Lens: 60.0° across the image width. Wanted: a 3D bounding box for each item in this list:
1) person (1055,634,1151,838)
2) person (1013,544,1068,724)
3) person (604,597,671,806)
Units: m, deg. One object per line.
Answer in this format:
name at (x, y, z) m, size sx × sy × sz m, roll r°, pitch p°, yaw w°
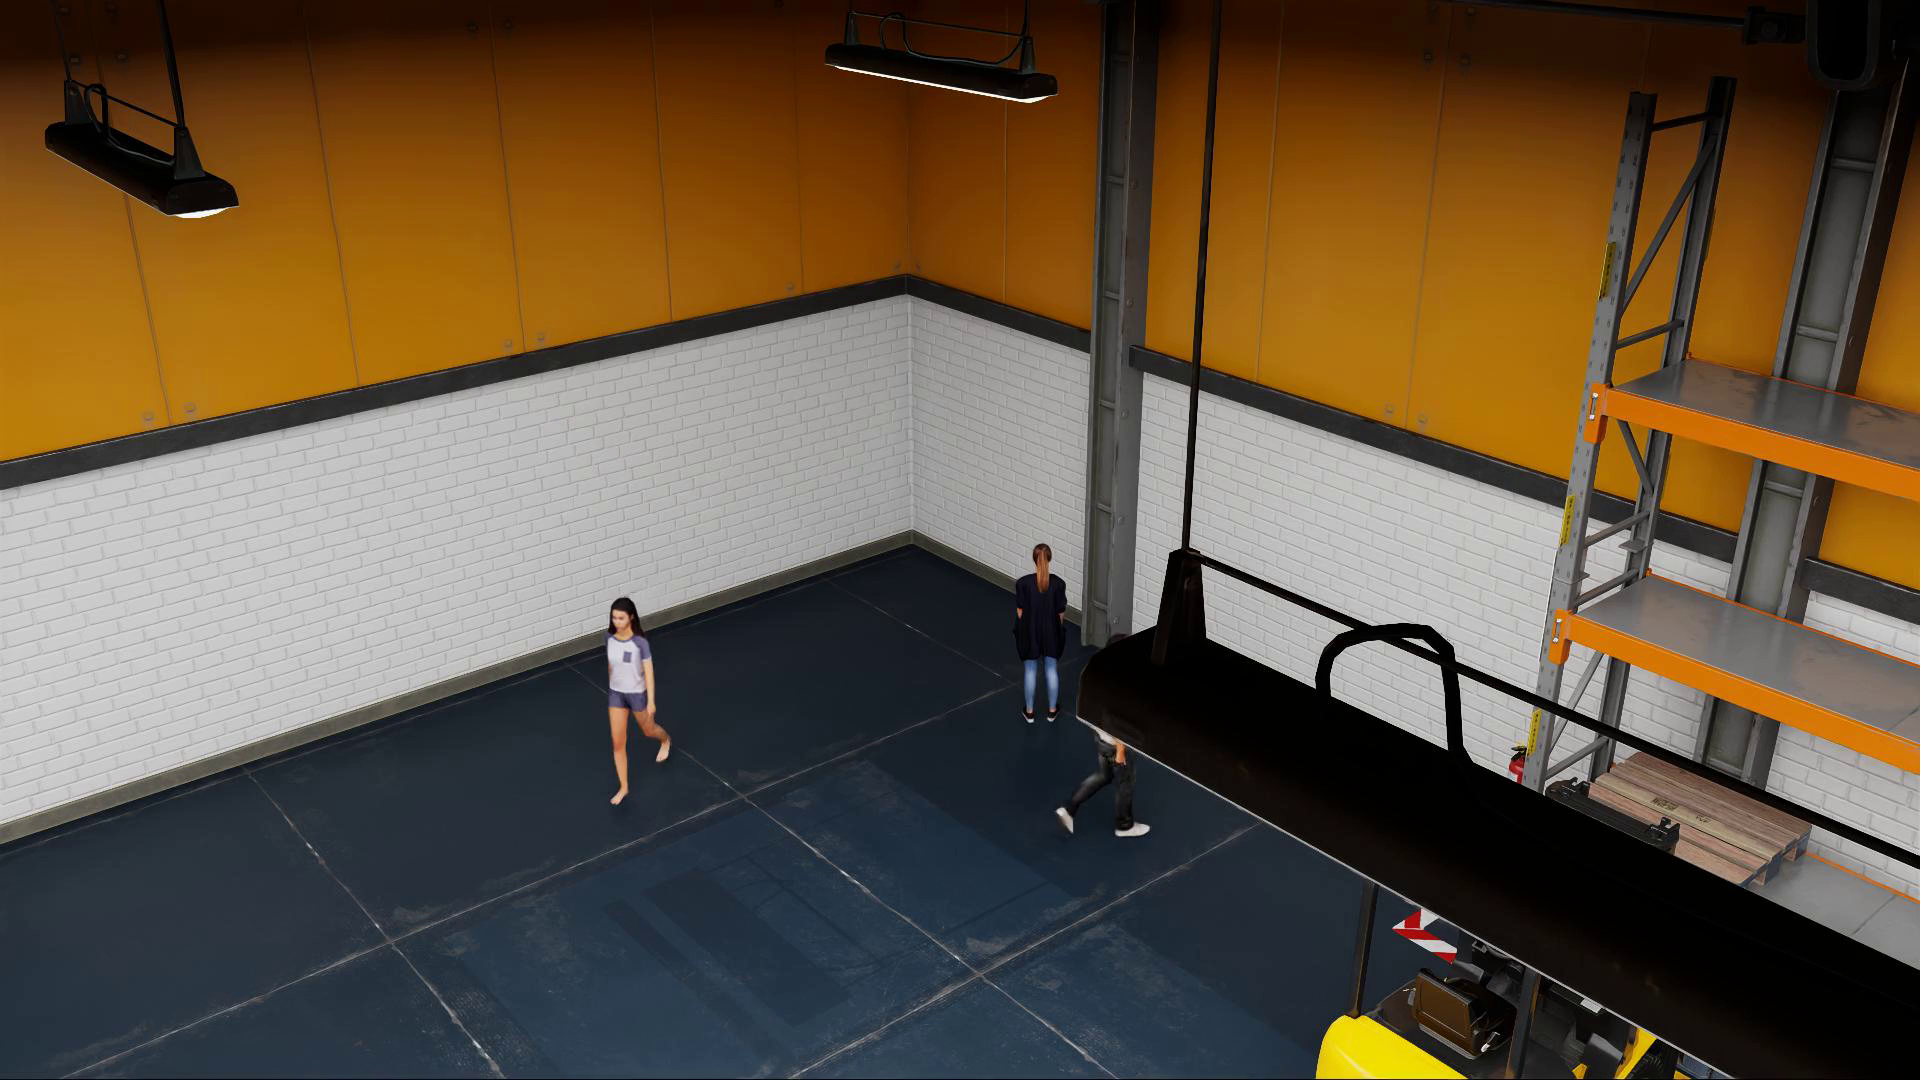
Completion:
person at (1.099, 1.531, 12.799) m, size 0.976 × 1.792 × 1.050 m, roll -6°, pitch 24°, yaw -14°
person at (0.704, 0.812, 14.581) m, size 0.719 × 1.683 × 0.766 m, roll 0°, pitch 24°, yaw 0°
person at (-2.643, 1.241, 13.575) m, size 1.121 × 1.702 × 1.034 m, roll 8°, pitch 25°, yaw 17°
